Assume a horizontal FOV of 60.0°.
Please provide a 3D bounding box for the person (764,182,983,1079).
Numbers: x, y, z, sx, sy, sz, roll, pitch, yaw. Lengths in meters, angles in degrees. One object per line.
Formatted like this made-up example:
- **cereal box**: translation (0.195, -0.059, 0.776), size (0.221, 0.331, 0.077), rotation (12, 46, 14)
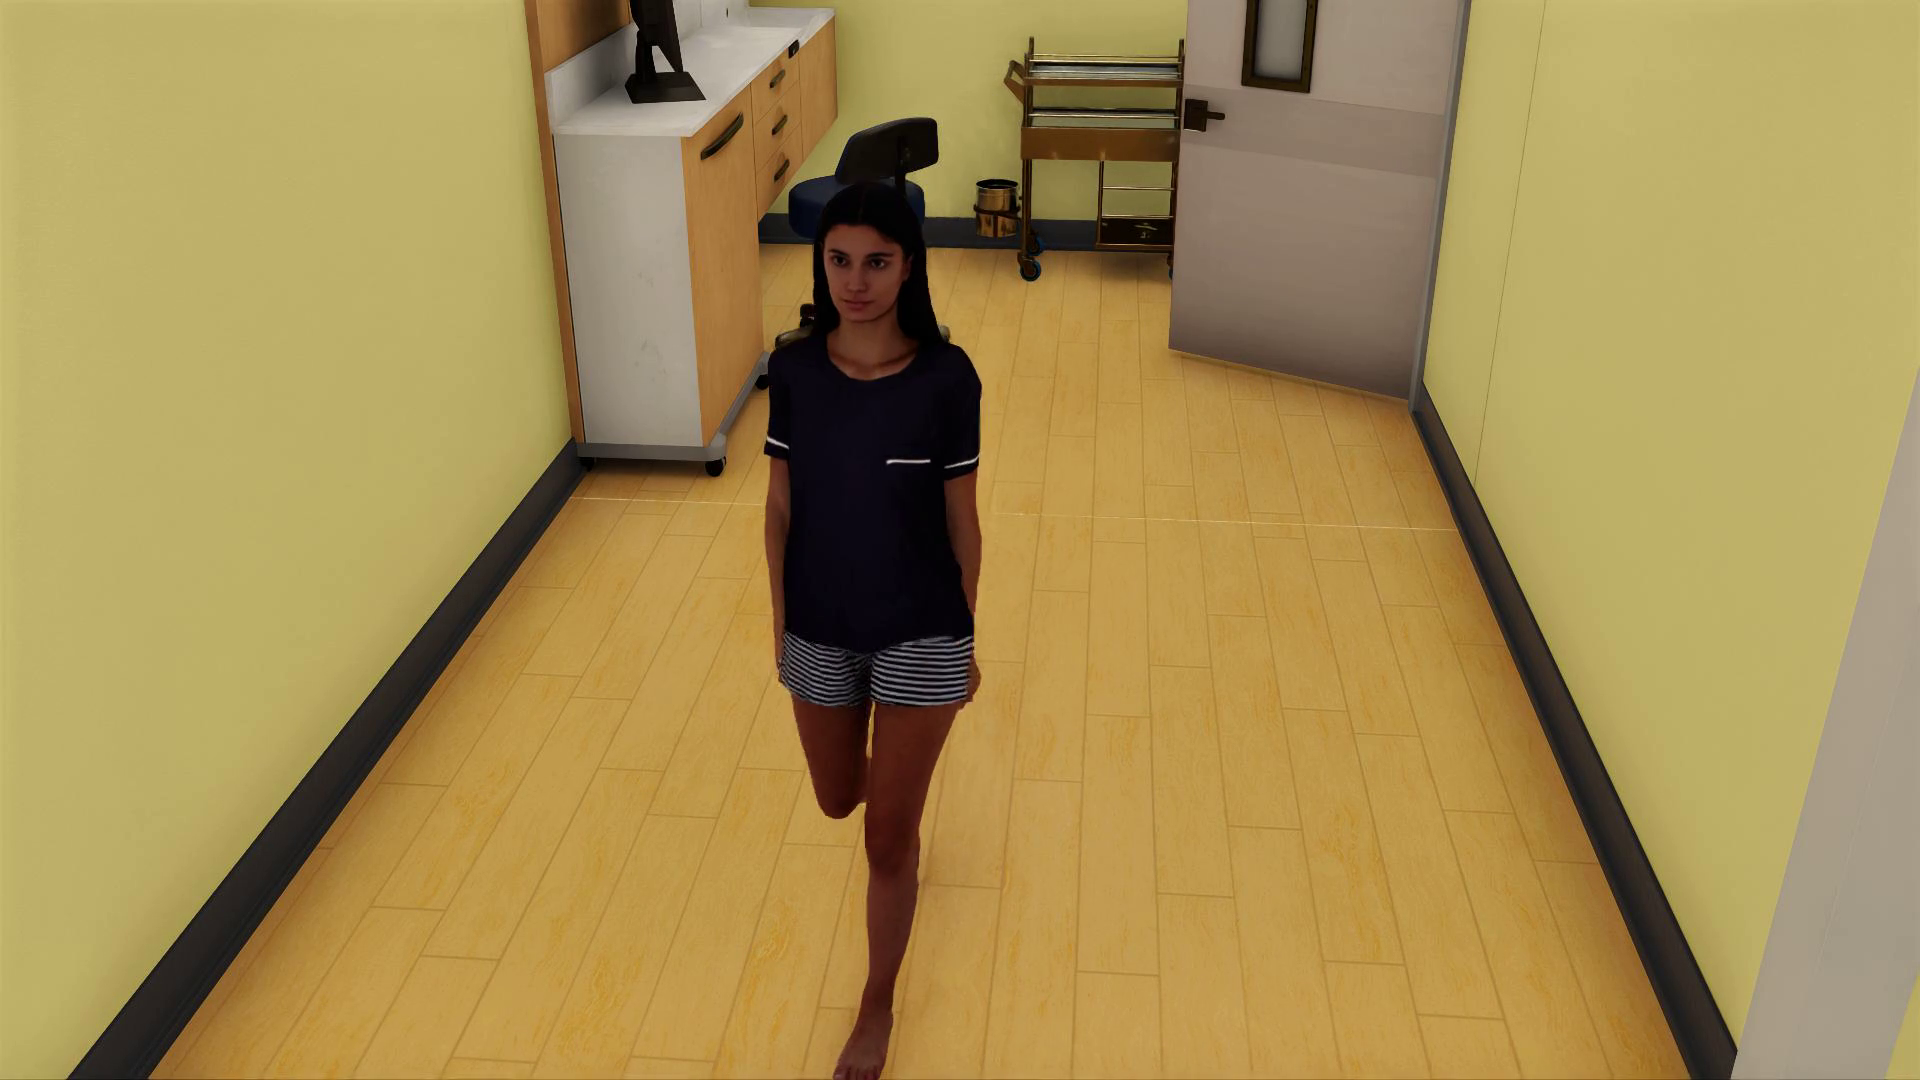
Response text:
- **person**: translation (-0.147, 0.165, 3.282), size (0.954, 1.745, 0.710), rotation (5, 26, 11)
